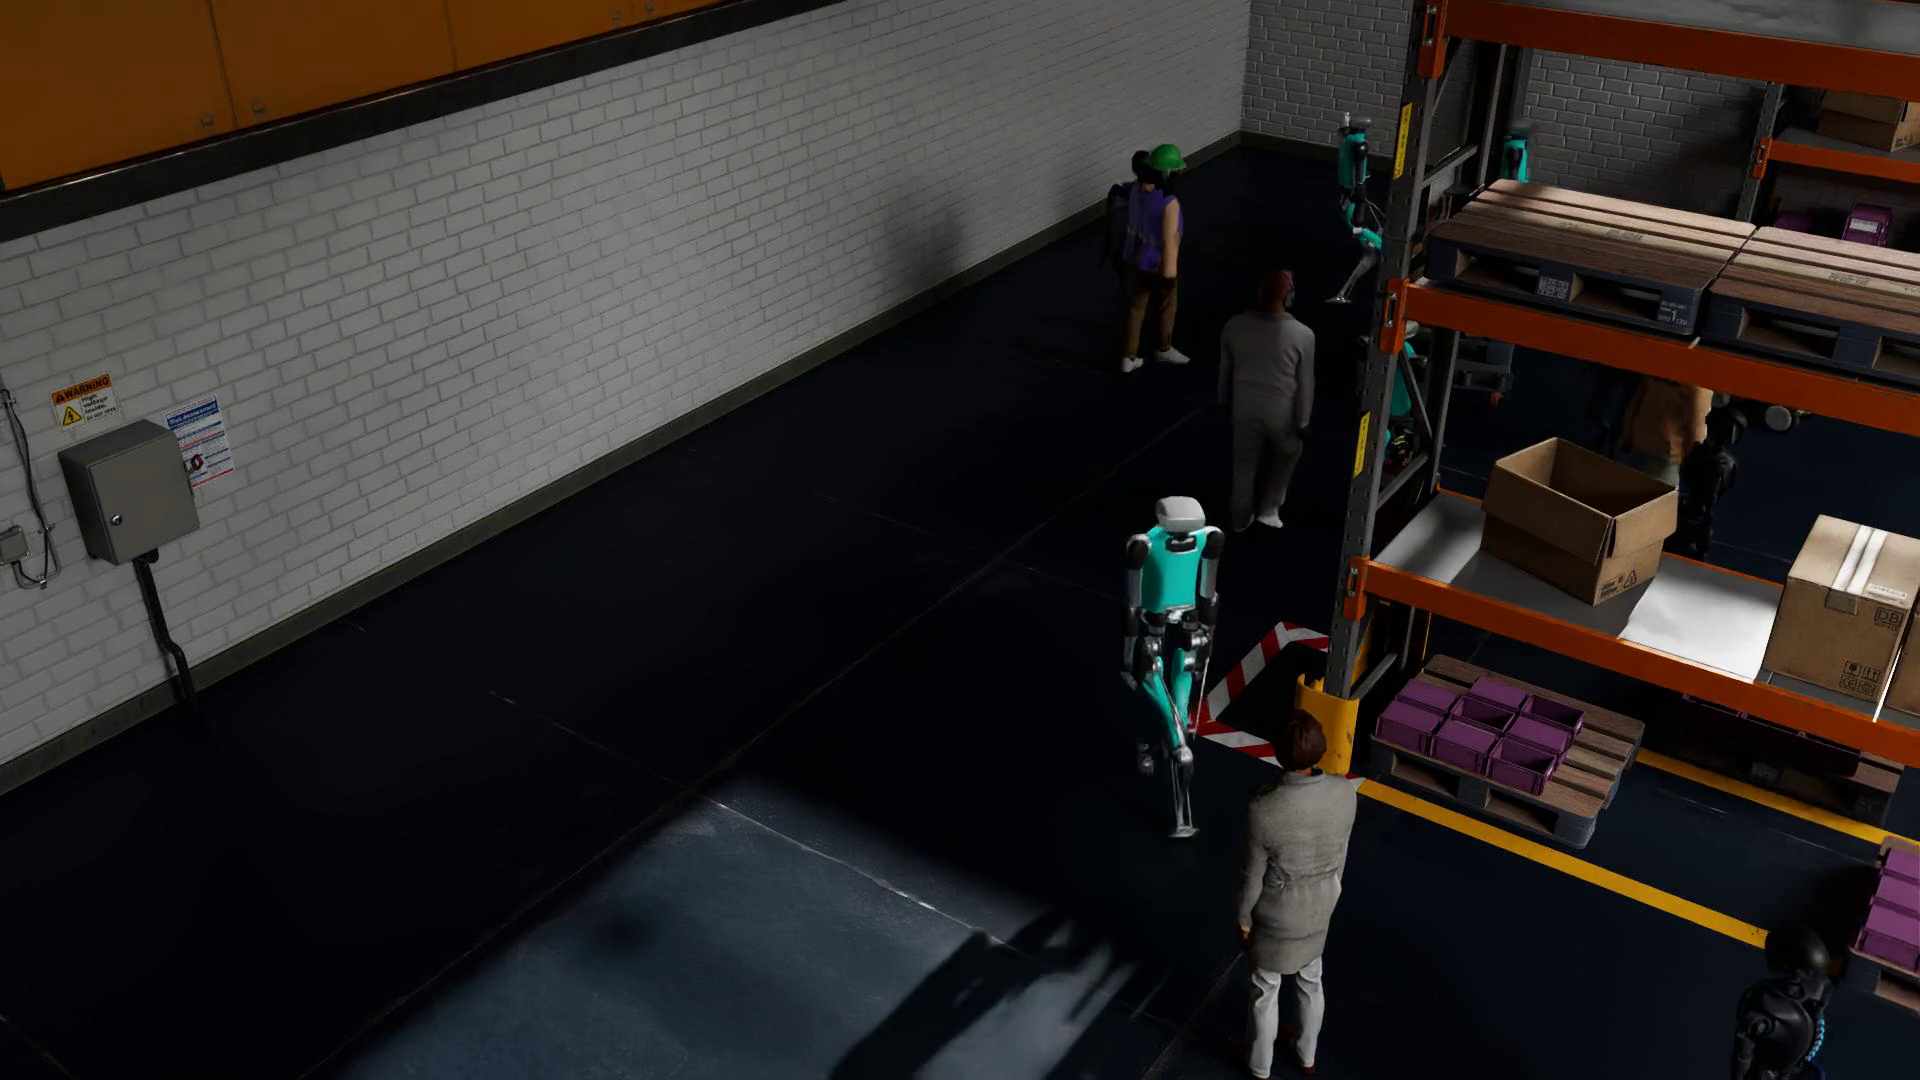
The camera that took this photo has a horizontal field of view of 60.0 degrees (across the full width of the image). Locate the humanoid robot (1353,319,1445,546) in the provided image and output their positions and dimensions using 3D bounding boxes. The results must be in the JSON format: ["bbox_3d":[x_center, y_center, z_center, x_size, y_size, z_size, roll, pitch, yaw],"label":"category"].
[{"bbox_3d":[2.882,-0.631,10.802,0.808,1.887,0.530,-24,38,-35],"label":"humanoid robot"}]

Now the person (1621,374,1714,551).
[{"bbox_3d":[4.420,-0.635,10.572,0.914,1.839,0.537,-6,30,-10],"label":"person"}]

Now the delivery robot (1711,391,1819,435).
[{"bbox_3d":[6.244,-1.177,12.812,0.499,0.611,0.809,-23,37,-34],"label":"delivery robot"}]

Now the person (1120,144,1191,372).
[{"bbox_3d":[1.556,-2.258,13.325,0.648,1.891,0.605,-20,36,-31],"label":"person"}]

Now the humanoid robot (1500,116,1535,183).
[{"bbox_3d":[5.047,-2.744,14.367,0.997,1.775,0.551,8,31,14],"label":"humanoid robot"}]

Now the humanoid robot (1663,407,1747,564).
[{"bbox_3d":[4.339,-0.045,9.741,0.760,1.631,0.584,8,31,13],"label":"humanoid robot"}]

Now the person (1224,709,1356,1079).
[{"bbox_3d":[1.350,1.501,6.894,0.497,1.818,0.369,-9,31,-15],"label":"person"}]

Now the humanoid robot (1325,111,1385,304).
[{"bbox_3d":[3.713,-2.877,14.592,0.930,1.788,0.546,-3,30,-5],"label":"humanoid robot"}]

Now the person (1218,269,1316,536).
[{"bbox_3d":[2.013,-0.878,10.937,0.674,1.887,0.477,16,34,25],"label":"person"}]

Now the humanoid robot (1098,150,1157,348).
[{"bbox_3d":[1.463,-2.413,13.820,0.616,1.649,0.314,-1,30,-1],"label":"humanoid robot"}]

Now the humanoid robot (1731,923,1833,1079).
[{"bbox_3d":[2.920,2.043,6.127,0.611,1.622,0.776,-19,35,-30],"label":"humanoid robot"}]

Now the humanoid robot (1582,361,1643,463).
[{"bbox_3d":[4.767,-1.278,11.850,0.377,1.648,0.610,-25,38,-36],"label":"humanoid robot"}]

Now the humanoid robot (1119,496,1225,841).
[{"bbox_3d":[1.145,0.706,8.397,0.535,1.776,1.041,-9,31,-15],"label":"humanoid robot"}]
